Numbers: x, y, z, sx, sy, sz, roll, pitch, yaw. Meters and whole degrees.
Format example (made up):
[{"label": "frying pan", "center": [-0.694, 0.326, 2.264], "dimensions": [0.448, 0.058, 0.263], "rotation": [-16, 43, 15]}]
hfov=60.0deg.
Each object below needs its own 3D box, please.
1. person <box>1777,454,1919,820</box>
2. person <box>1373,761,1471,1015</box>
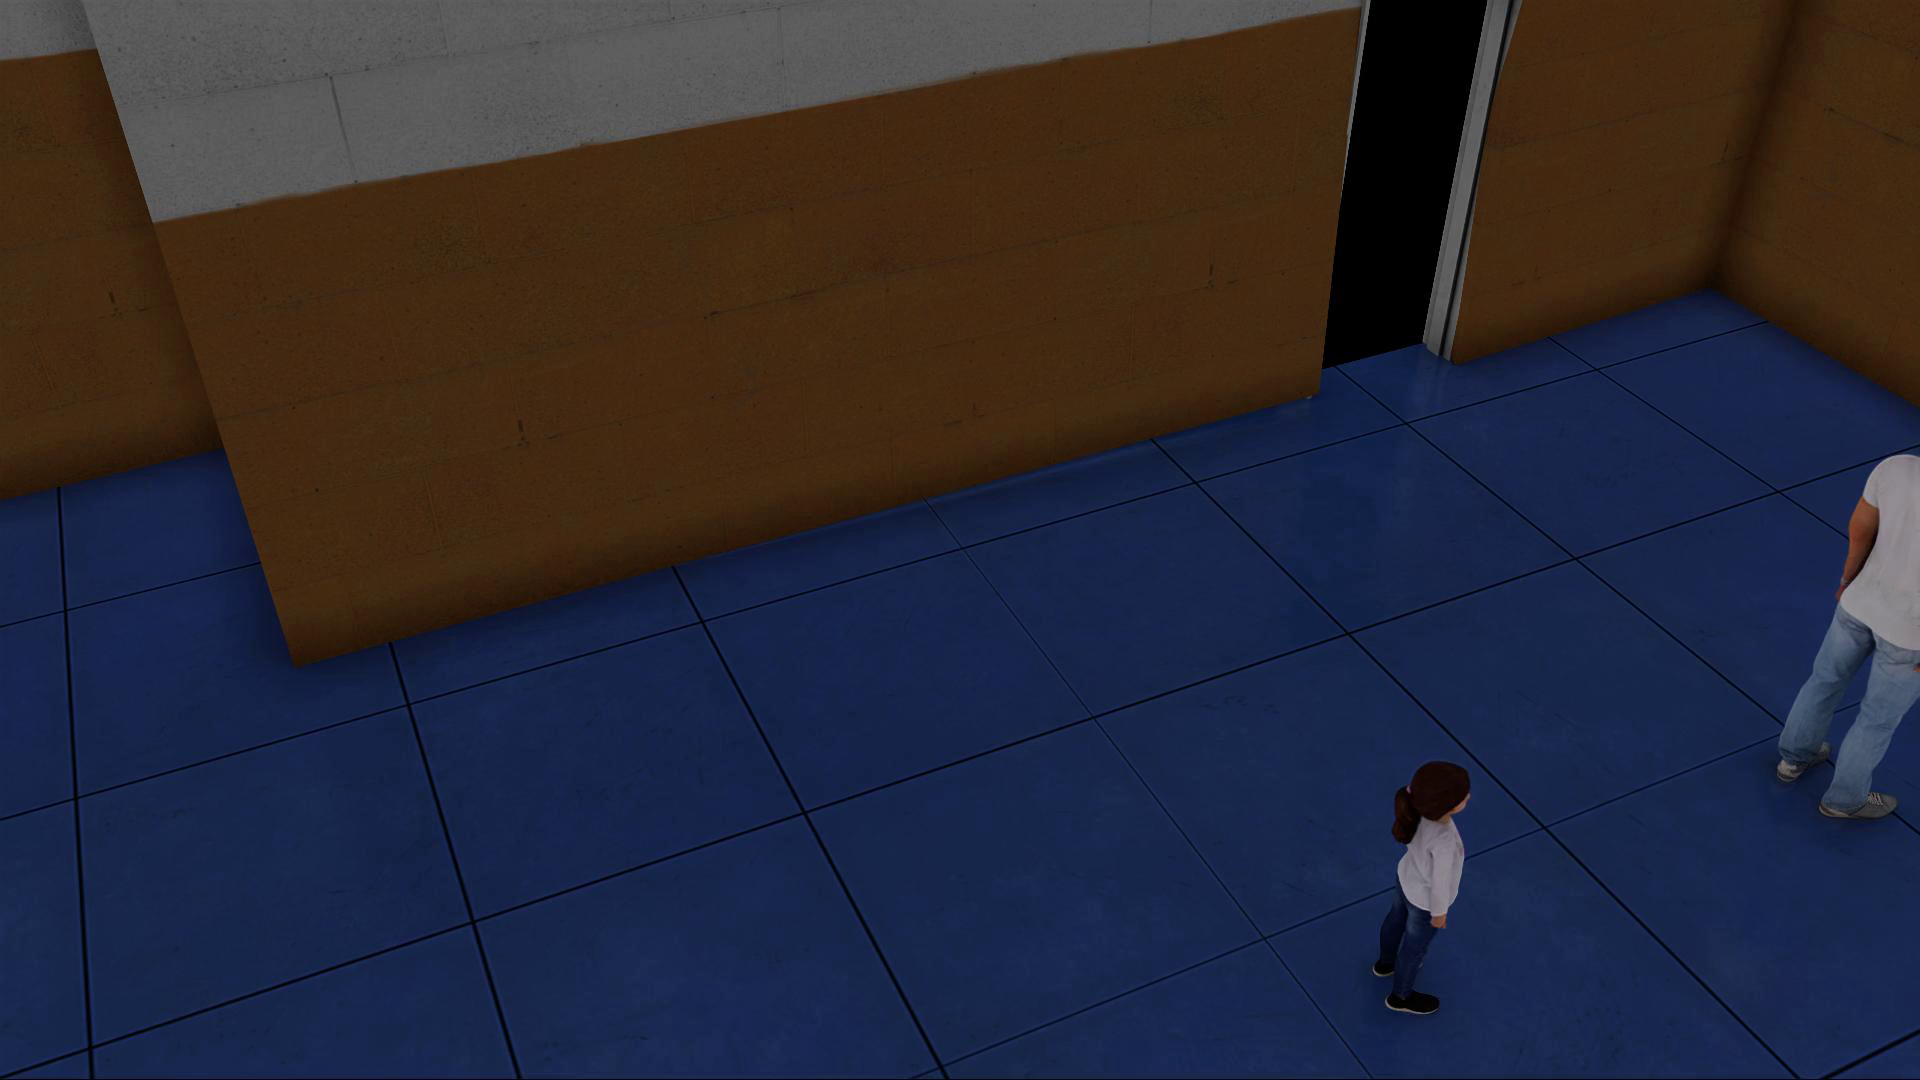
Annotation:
[{"label": "person", "center": [3.524, 0.269, 6.286], "dimensions": [0.752, 1.866, 0.534], "rotation": [-12, 39, -16]}, {"label": "person", "center": [1.588, 1.172, 5.712], "dimensions": [0.565, 1.110, 0.485], "rotation": [-3, 37, -5]}]
